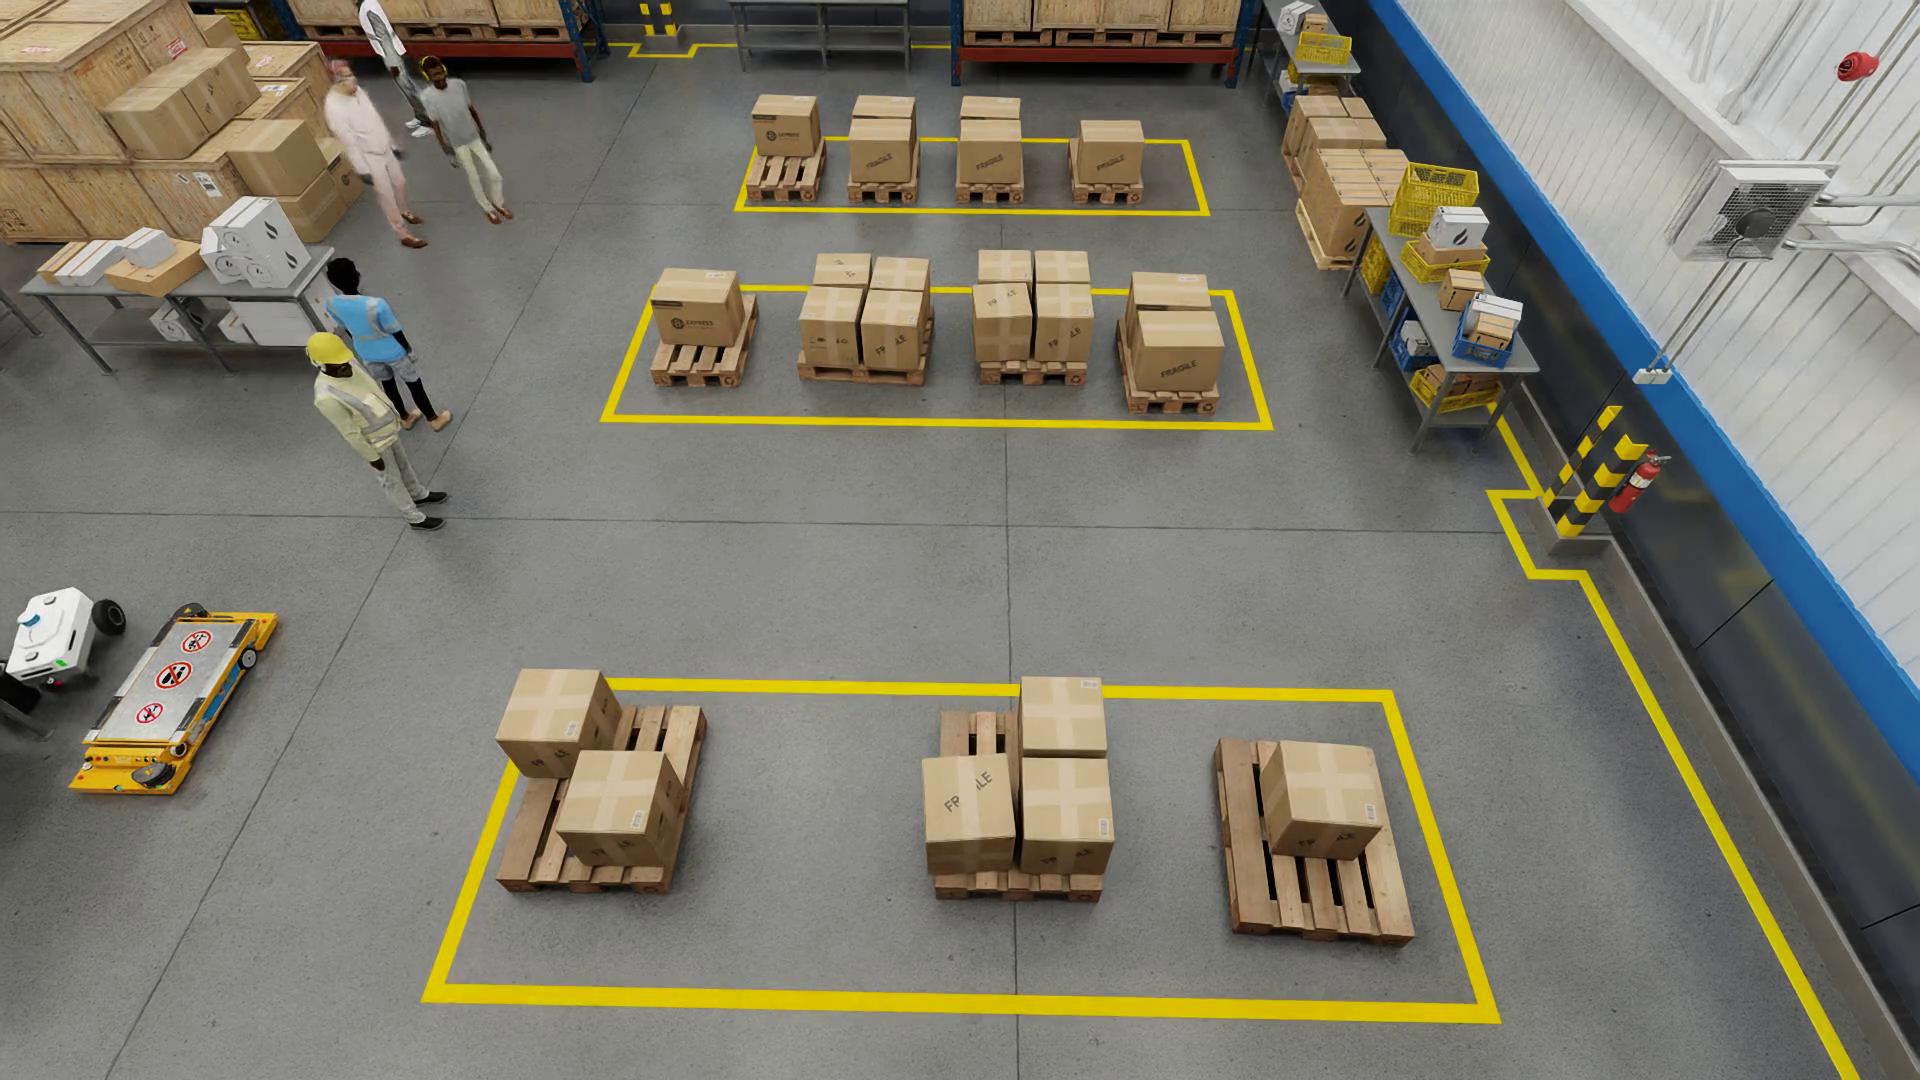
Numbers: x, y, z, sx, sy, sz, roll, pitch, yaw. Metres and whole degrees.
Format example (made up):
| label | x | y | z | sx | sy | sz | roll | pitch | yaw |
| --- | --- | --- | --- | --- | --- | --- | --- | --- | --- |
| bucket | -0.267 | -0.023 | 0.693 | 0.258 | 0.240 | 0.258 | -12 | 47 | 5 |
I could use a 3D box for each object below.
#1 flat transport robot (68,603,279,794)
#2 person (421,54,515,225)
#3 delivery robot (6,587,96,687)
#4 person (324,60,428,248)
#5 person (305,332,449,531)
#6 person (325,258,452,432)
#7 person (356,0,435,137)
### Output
| label | x | y | z | sx | sy | sz | roll | pitch | yaw |
| --- | --- | --- | --- | --- | --- | --- | --- | --- | --- |
| flat transport robot | -5.504 | 1.072 | 6.442 | 0.652 | 0.197 | 1.431 | 1 | 50 | 1 |
| person | -5.345 | -4.294 | 9.956 | 0.507 | 1.848 | 0.550 | 37 | 59 | 27 |
| delivery robot | -6.460 | 0.687 | 6.520 | 0.477 | 0.478 | 0.707 | -16 | 52 | -14 |
| person | -6.274 | -4.071 | 9.735 | 0.557 | 1.908 | 0.734 | 0 | 50 | 0 |
| person | -4.470 | -0.822 | 7.033 | 0.404 | 1.826 | 0.587 | -9 | 50 | -7 |
| person | -4.888 | -1.614 | 7.792 | 0.528 | 1.690 | 0.318 | 5 | 50 | 4 |
| person | -7.083 | -6.040 | 11.390 | 0.383 | 1.916 | 0.591 | -26 | 54 | -20 |
